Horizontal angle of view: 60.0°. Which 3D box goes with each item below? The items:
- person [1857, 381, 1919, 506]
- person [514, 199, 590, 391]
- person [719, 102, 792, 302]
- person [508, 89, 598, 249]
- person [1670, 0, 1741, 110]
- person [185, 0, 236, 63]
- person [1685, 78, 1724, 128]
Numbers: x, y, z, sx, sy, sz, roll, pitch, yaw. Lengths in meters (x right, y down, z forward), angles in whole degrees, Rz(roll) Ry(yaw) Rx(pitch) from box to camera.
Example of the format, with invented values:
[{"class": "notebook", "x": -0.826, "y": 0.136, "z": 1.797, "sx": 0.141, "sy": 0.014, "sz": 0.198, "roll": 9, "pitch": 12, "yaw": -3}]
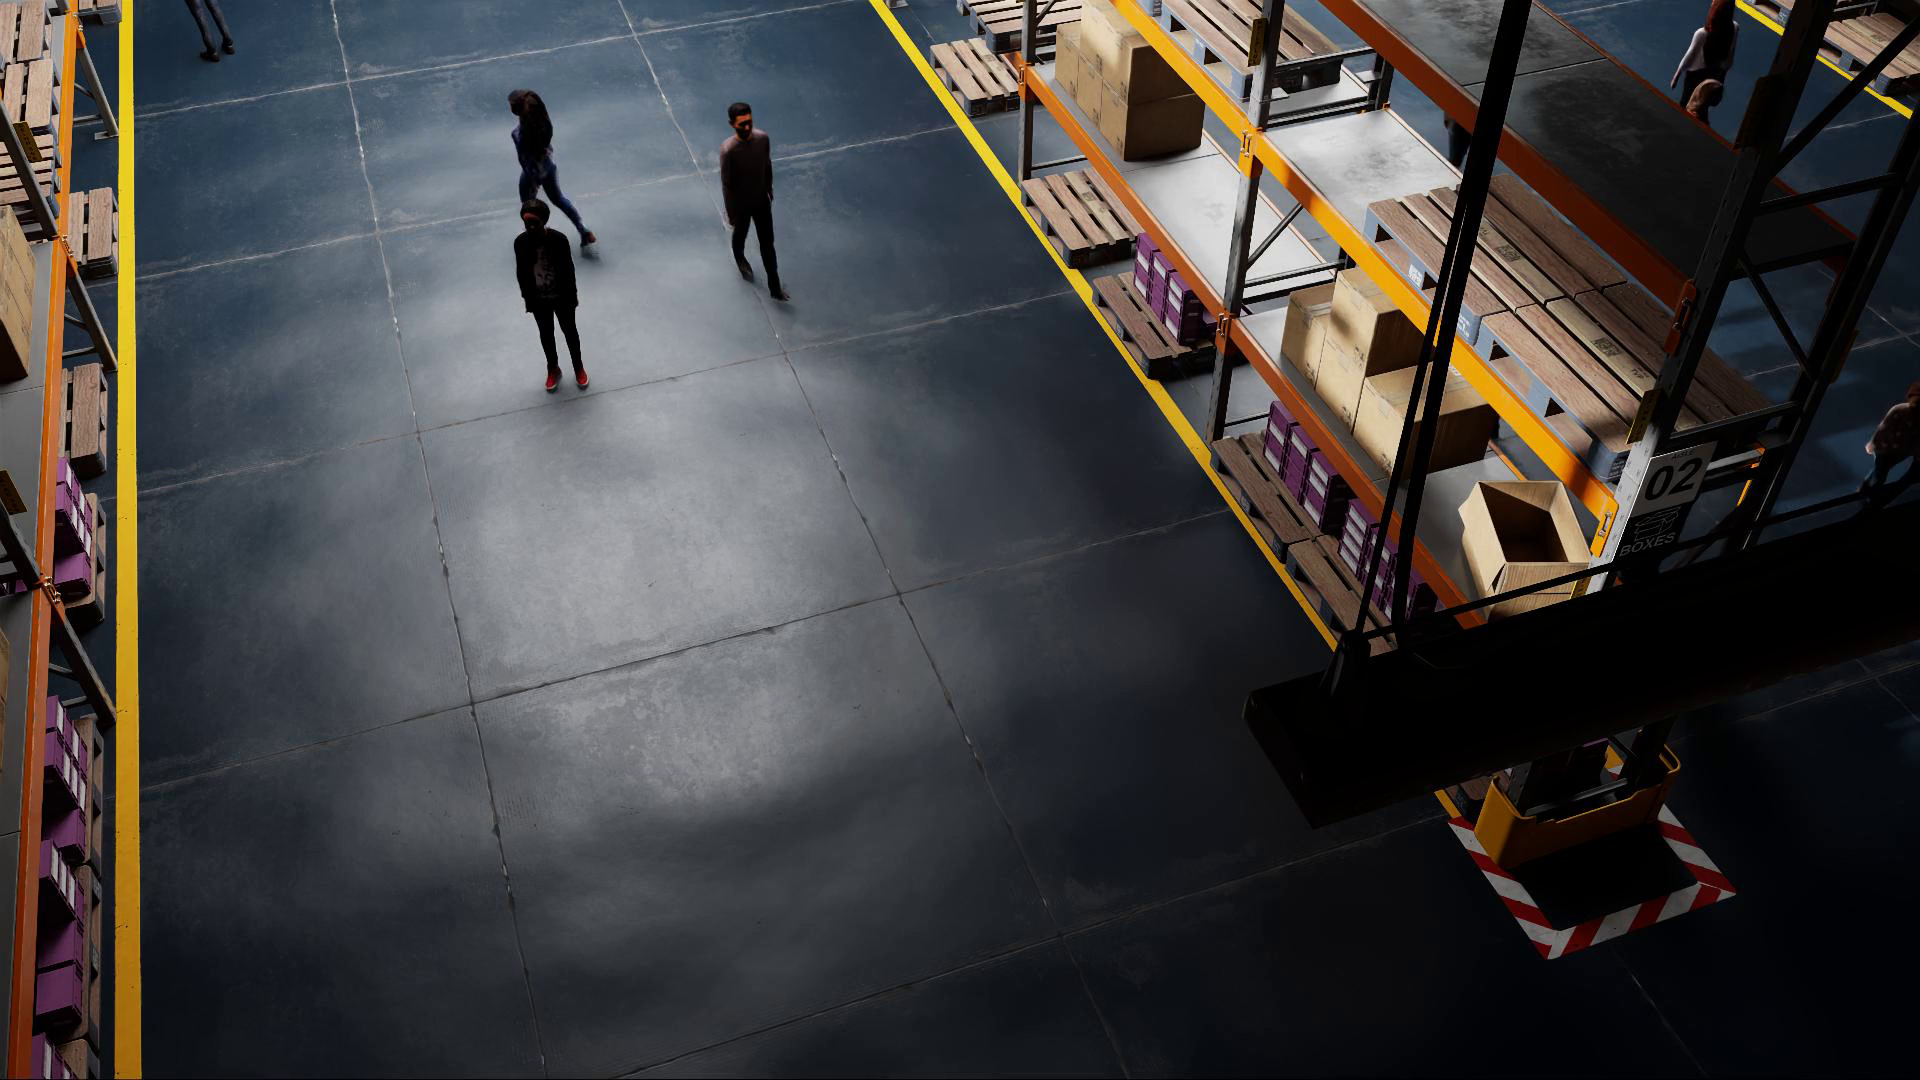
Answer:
[{"class": "person", "x": 6.791, "y": -0.701, "z": 12.110, "sx": 0.707, "sy": 1.170, "sz": 0.859, "roll": 4, "pitch": 44, "yaw": 5}, {"class": "person", "x": -3.212, "y": -1.935, "z": 13.038, "sx": 0.637, "sy": 1.675, "sz": 0.600, "roll": -6, "pitch": 44, "yaw": -6}, {"class": "person", "x": -1.816, "y": -2.897, "z": 14.015, "sx": 0.851, "sy": 1.722, "sz": 1.196, "roll": -21, "pitch": 47, "yaw": -20}, {"class": "person", "x": -3.588, "y": -3.181, "z": 14.406, "sx": 1.065, "sy": 1.593, "sz": 1.001, "roll": 17, "pitch": 46, "yaw": 18}, {"class": "person", "x": 6.863, "y": -4.154, "z": 15.320, "sx": 0.619, "sy": 1.742, "sz": 0.757, "roll": -13, "pitch": 45, "yaw": -13}, {"class": "person", "x": -7.846, "y": -5.784, "z": 17.003, "sx": 0.714, "sy": 1.780, "sz": 0.723, "roll": 28, "pitch": 50, "yaw": 26}, {"class": "person", "x": 6.137, "y": -3.223, "z": 14.385, "sx": 0.947, "sy": 1.683, "sz": 0.864, "roll": 24, "pitch": 49, "yaw": 23}]
